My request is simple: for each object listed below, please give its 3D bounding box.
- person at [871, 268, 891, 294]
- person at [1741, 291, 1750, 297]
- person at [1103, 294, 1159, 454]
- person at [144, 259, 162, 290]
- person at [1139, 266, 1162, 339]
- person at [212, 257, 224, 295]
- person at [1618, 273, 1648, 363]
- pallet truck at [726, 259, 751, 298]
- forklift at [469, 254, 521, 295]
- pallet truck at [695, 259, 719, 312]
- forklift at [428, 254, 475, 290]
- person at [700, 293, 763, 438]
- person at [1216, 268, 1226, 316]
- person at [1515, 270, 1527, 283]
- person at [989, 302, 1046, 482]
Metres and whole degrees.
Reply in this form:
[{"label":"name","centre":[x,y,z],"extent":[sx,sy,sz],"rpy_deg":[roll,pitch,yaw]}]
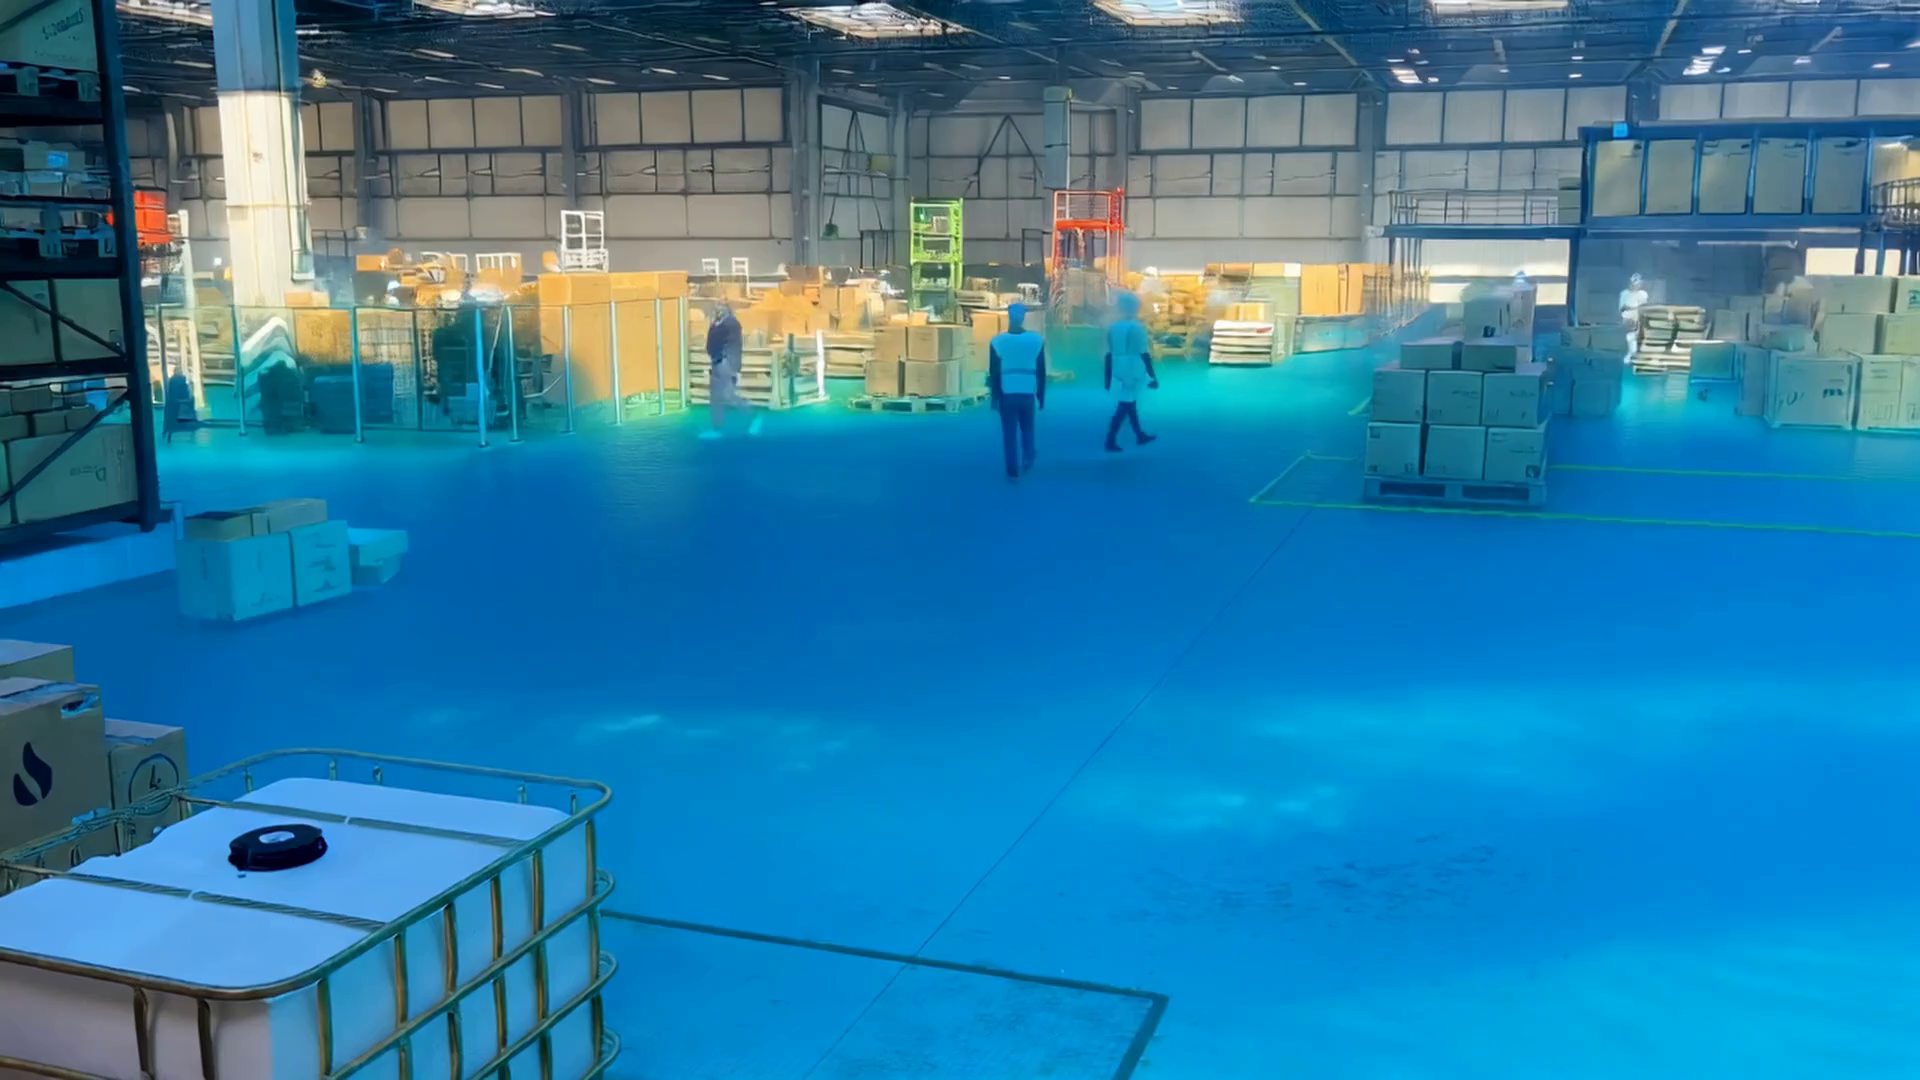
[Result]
[{"label":"person","centre":[-1.906,-5.682,40.730],"extent":[0.550,1.933,0.373],"rpy_deg":[4,11,24]},{"label":"person","centre":[23.997,-7.480,51.013],"extent":[0.863,1.876,0.640],"rpy_deg":[5,11,24]},{"label":"person","centre":[2.075,-2.003,20.078],"extent":[1.014,1.911,0.611],"rpy_deg":[-7,12,-35]},{"label":"person","centre":[-26.863,-8.331,55.342],"extent":[0.605,2.045,0.377],"rpy_deg":[2,10,9]},{"label":"person","centre":[4.962,-6.173,43.510],"extent":[0.615,1.942,1.043],"rpy_deg":[8,13,38]},{"label":"person","centre":[-30.360,-10.574,68.145],"extent":[0.610,1.984,0.400],"rpy_deg":[6,12,31]},{"label":"person","centre":[14.423,-4.751,35.603],"extent":[0.561,1.909,0.932],"rpy_deg":[8,13,38]},{"label":"pallet truck","centre":[-7.986,-9.493,62.019],"extent":[0.823,1.965,1.885],"rpy_deg":[3,11,17]},{"label":"forklift","centre":[-17.990,-10.121,64.684],"extent":[1.157,1.987,2.680],"rpy_deg":[3,11,17]},{"label":"pallet truck","centre":[-9.165,-9.627,62.776],"extent":[0.823,1.965,1.885],"rpy_deg":[4,11,23]},{"label":"forklift","centre":[-20.133,-10.254,65.465],"extent":[1.157,1.987,2.680],"rpy_deg":[3,11,19]},{"label":"person","centre":[-3.006,-2.272,21.677],"extent":[0.749,1.886,0.650],"rpy_deg":[-7,12,-33]},{"label":"person","centre":[8.701,-8.179,55.384],"extent":[0.547,1.730,0.493],"rpy_deg":[5,11,25]},{"label":"person","centre":[13.856,-5.750,41.255],"extent":[0.355,1.887,0.573],"rpy_deg":[-6,12,-31]},{"label":"person","centre":[0.598,-1.549,17.518],"extent":[0.613,1.908,0.440],"rpy_deg":[-2,10,-9]}]
